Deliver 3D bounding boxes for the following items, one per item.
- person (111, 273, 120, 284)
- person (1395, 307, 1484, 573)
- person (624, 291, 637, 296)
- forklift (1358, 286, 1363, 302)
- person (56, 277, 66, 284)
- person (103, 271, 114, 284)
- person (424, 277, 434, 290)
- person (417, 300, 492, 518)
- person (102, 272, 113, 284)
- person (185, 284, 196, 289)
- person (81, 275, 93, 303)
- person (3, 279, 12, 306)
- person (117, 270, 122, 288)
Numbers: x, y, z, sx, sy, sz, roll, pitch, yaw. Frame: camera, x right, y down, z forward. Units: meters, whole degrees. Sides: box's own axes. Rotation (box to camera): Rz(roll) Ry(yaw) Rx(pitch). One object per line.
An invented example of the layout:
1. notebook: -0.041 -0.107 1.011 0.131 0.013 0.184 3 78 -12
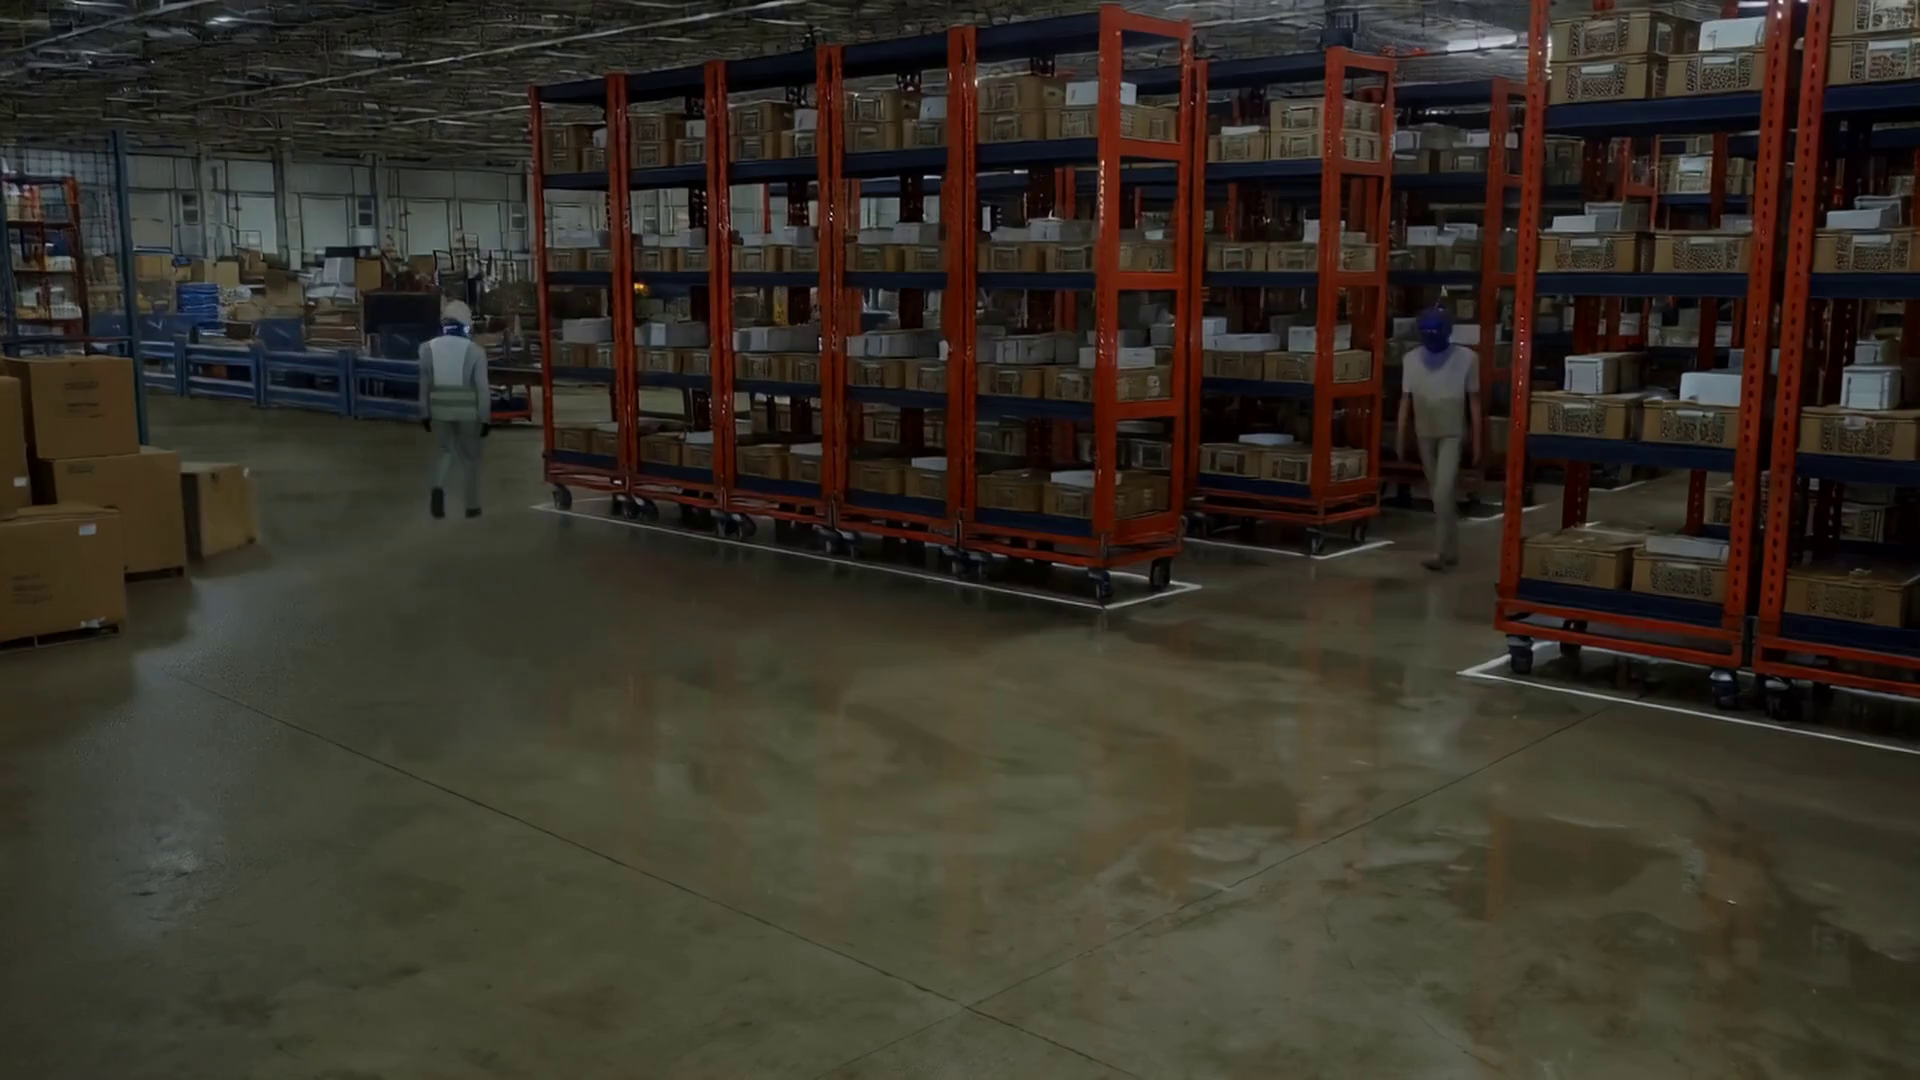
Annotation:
1. person: -37.190 -10.810 73.294 0.606 1.871 1.018 6 11 33
2. person: 3.230 -0.679 11.378 0.594 1.803 0.832 9 13 43
3. person: -10.340 -7.298 52.394 0.864 1.651 0.553 9 13 44
4. forklift: 11.100 -7.017 46.970 1.873 2.768 1.129 9 13 43
5. person: -38.030 -10.341 70.341 0.842 1.902 0.652 -7 11 -36
6. person: -33.775 -9.641 65.850 0.648 1.959 0.829 5 11 28
7. person: -18.030 -8.035 56.506 0.969 1.816 0.520 -8 13 -42
8. person: -4.139 -1.054 13.647 0.607 1.818 0.611 0 9 1
9. person: -38.255 -11.094 74.822 0.407 1.942 0.615 4 10 22
10. person: -19.992 -5.800 43.037 0.539 1.719 0.549 -4 10 -23
11. person: -29.651 -8.057 56.482 0.328 1.861 0.500 2 9 9
12. person: -43.745 -11.378 76.634 0.651 1.919 0.567 -1 9 -8
13. person: -26.227 -7.459 52.238 0.616 2.041 0.381 3 10 20
